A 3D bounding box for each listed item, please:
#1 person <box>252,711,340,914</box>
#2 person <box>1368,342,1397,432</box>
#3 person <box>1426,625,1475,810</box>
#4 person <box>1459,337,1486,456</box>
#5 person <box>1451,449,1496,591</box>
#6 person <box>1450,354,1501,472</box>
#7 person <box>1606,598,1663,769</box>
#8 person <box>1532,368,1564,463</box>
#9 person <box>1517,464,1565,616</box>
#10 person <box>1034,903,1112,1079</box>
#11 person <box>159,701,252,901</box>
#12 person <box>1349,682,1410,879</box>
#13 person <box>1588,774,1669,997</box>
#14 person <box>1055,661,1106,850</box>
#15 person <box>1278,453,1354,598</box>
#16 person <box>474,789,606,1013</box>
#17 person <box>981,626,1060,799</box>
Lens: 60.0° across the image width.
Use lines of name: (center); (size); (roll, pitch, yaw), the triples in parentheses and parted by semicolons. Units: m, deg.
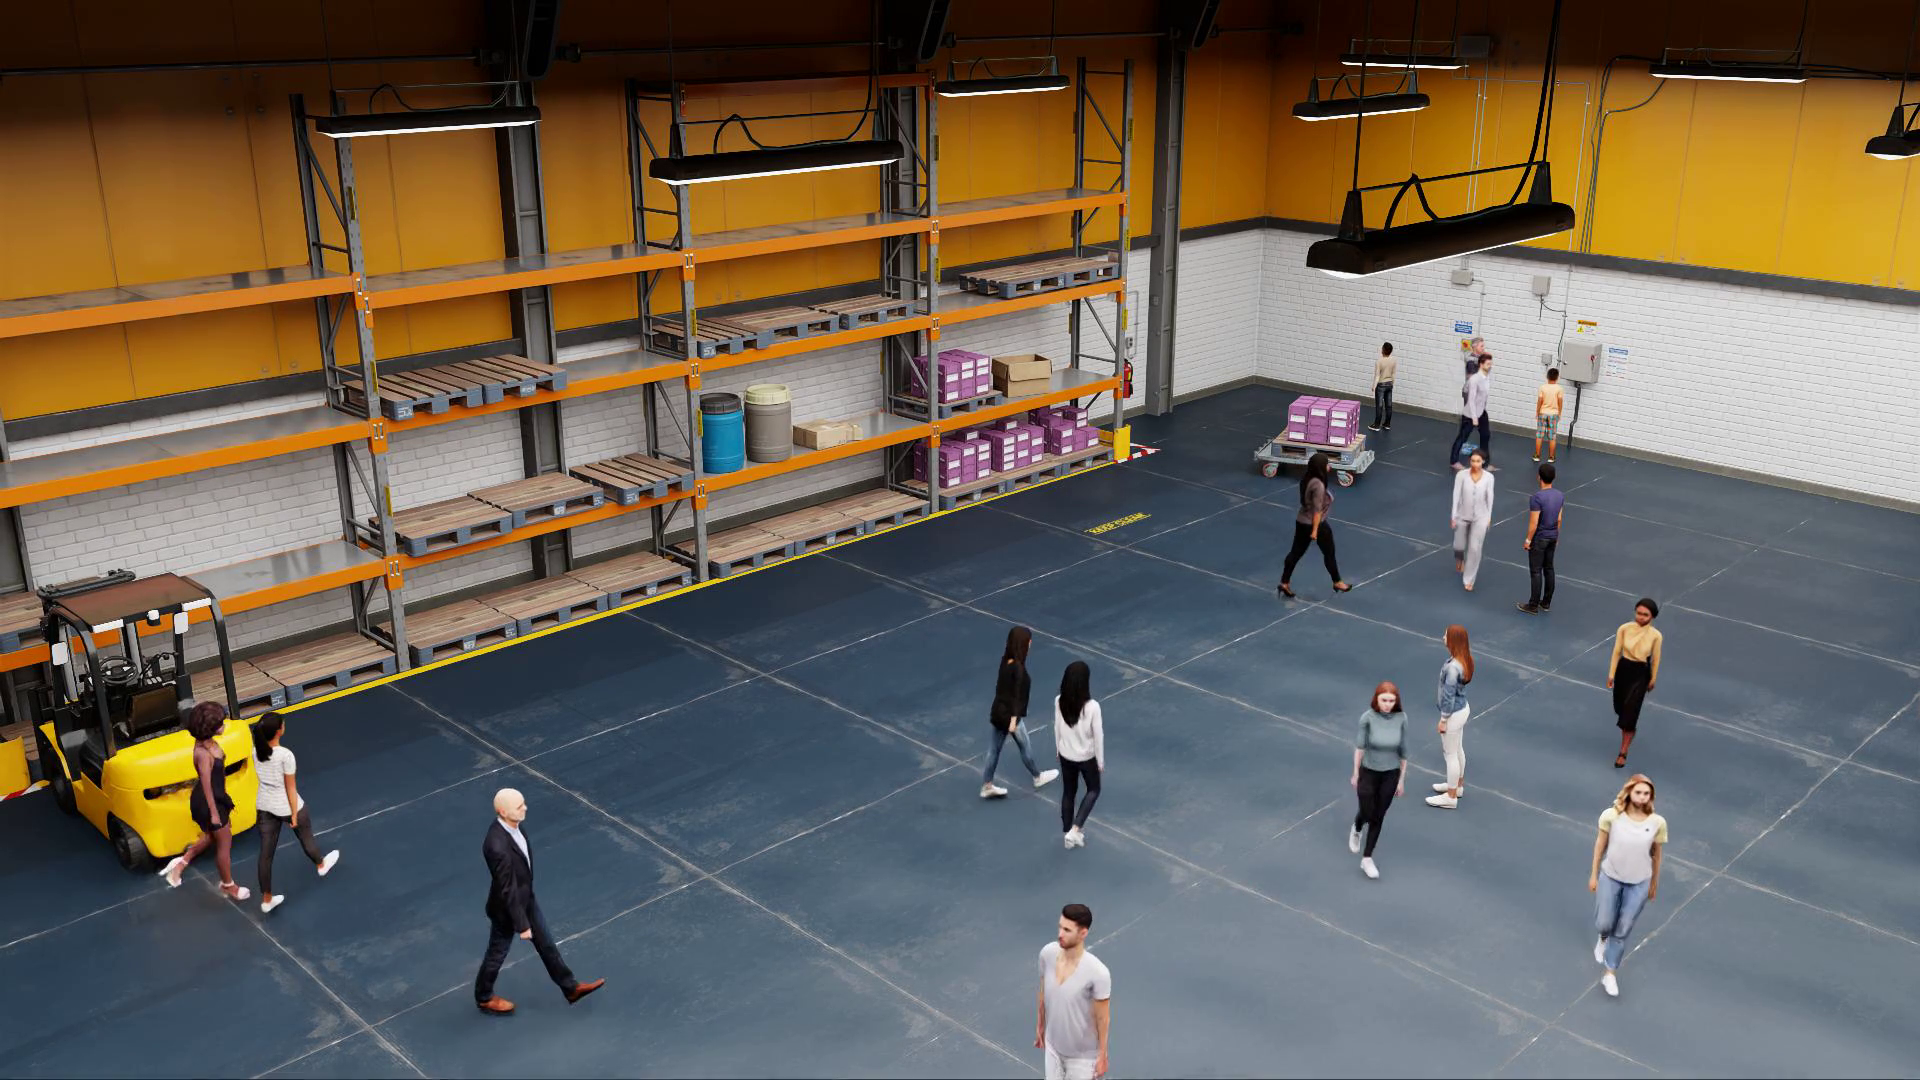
person: (-5.461, 2.184, 13.208); (0.938, 1.595, 1.157); (5, 19, 14)
person: (6.999, -2.537, 27.431); (0.566, 1.465, 0.680); (-7, 20, -20)
person: (4.438, 1.566, 14.884); (0.722, 1.697, 0.555); (9, 21, 26)
person: (8.027, -2.285, 26.119); (0.824, 1.825, 0.640); (8, 20, 23)
person: (6.267, -0.291, 20.367); (0.892, 1.716, 1.064); (6, 19, 16)
person: (7.690, -1.925, 25.067); (0.948, 1.813, 0.800); (-16, 24, -39)
person: (6.376, 1.314, 15.743); (0.680, 1.626, 1.024); (13, 22, 33)
person: (9.073, -1.929, 25.631); (0.595, 1.461, 0.609); (6, 20, 18)
person: (6.821, -0.012, 19.431); (0.591, 1.785, 0.762); (-9, 21, -25)
person: (0.755, 3.045, 10.260); (0.709, 1.846, 0.676); (-18, 25, -42)
person: (-6.008, 2.112, 13.153); (1.007, 1.767, 0.838); (-8, 20, -22)
person: (3.440, 1.930, 13.748); (0.803, 1.731, 0.860); (0, 19, 1)
person: (4.851, 2.465, 12.185); (0.856, 1.716, 0.944); (4, 19, 13)
person: (0.957, 1.851, 14.040); (0.702, 1.694, 0.713); (11, 21, 29)
person: (4.082, -0.124, 19.744); (1.223, 1.798, 0.996); (-6, 19, -16)
person: (-3.246, 2.586, 11.763); (1.251, 1.755, 1.215); (1, 19, 3)
person: (0.373, 1.583, 14.969); (1.058, 1.610, 0.768); (-8, 20, -23)
